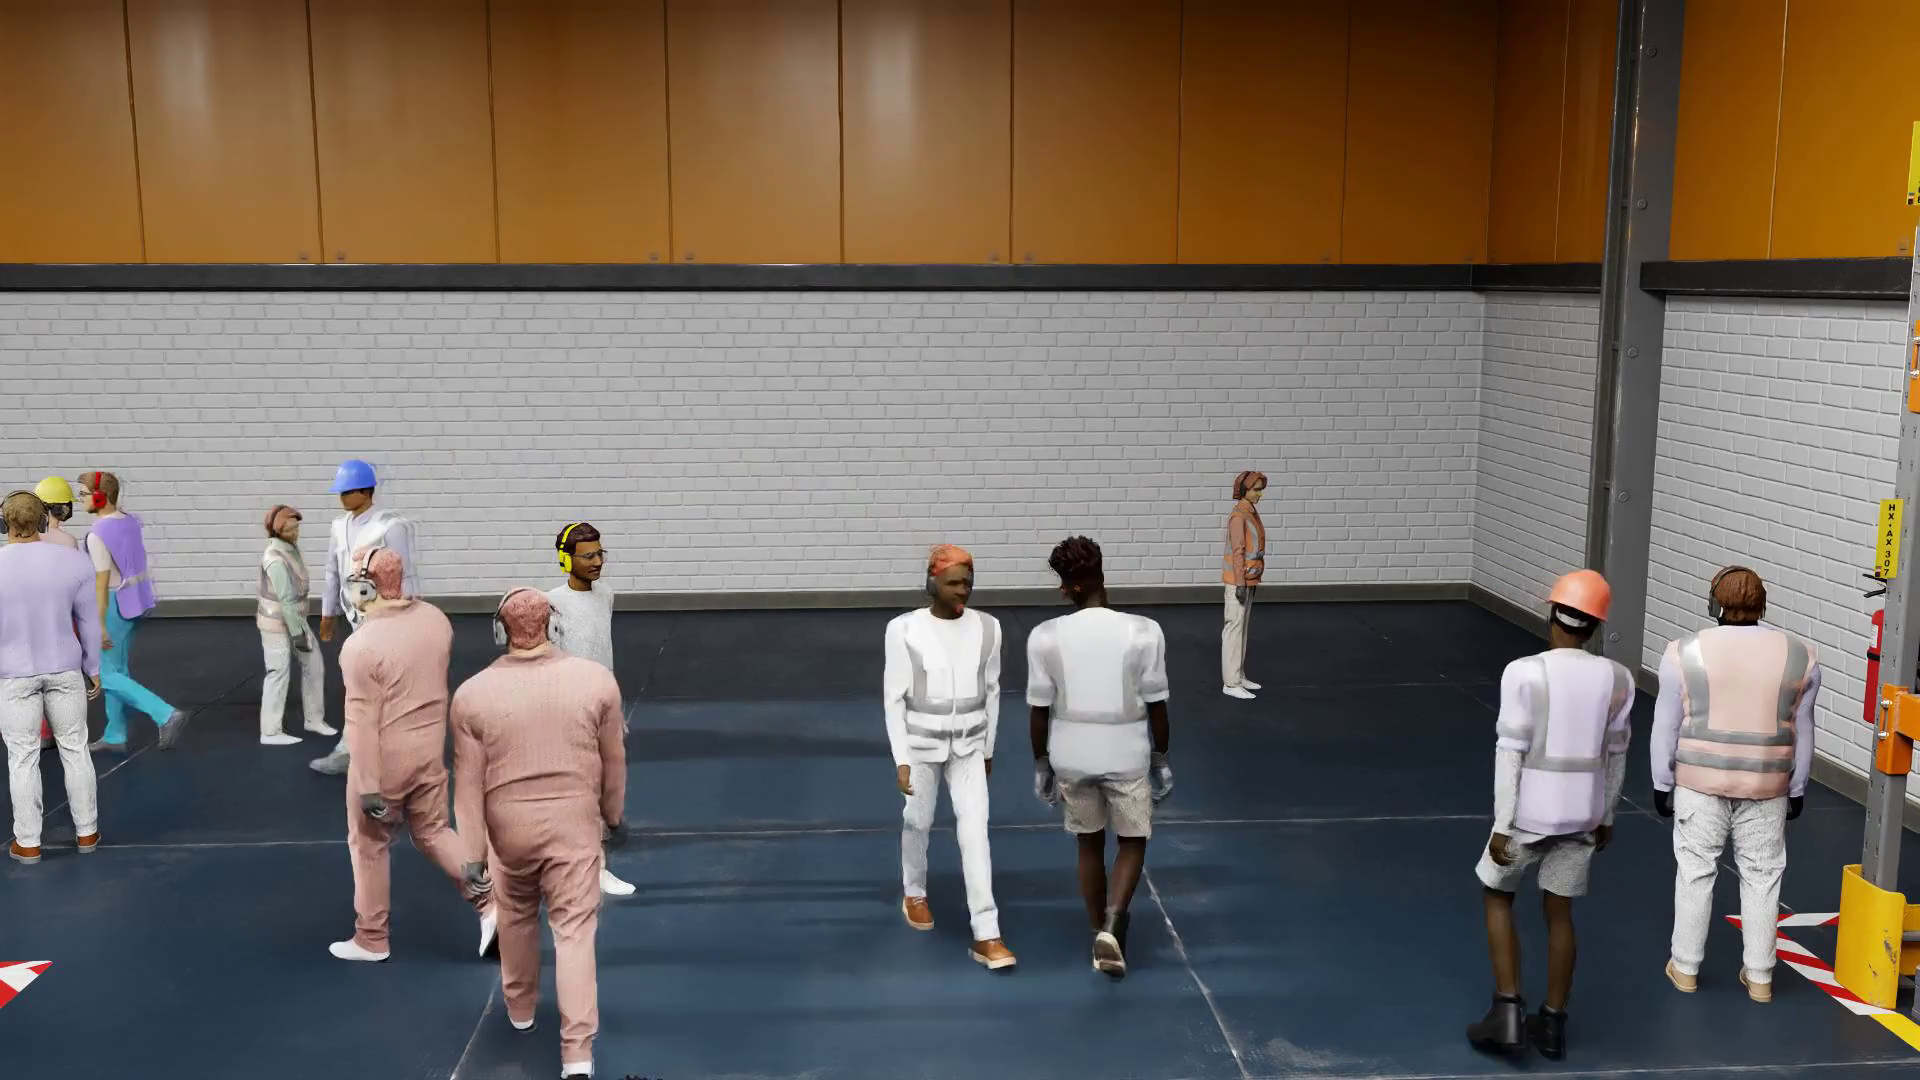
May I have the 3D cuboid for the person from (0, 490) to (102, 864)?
[{"bbox_3d":[-4.778,0.705,8.612,0.627,1.940,0.372,-7,11,-36],"label":"person"}]

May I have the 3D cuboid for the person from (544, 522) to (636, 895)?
[{"bbox_3d":[-1.793,0.839,7.980,0.329,1.872,0.511,5,10,27],"label":"person"}]

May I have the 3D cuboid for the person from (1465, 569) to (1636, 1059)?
[{"bbox_3d":[2.321,1.063,6.499,0.610,1.893,0.482,-1,9,-7],"label":"person"}]

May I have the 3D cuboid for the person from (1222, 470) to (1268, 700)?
[{"bbox_3d":[2.045,0.314,12.014,0.314,1.636,0.514,3,10,20],"label":"person"}]

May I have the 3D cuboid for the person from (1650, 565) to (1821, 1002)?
[{"bbox_3d":[3.225,1.019,6.983,0.628,1.838,0.429,3,9,16],"label":"person"}]

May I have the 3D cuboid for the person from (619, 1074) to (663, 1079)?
[{"bbox_3d":[-0.529,1.744,2.919,0.551,1.676,0.674,7,12,38],"label":"person"}]

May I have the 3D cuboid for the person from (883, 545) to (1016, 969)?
[{"bbox_3d":[-0.063,0.944,7.469,0.576,1.836,0.937,-3,9,-17],"label":"person"}]

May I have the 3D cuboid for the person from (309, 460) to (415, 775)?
[{"bbox_3d":[-3.721,0.466,10.201,0.634,1.900,0.948,6,11,34],"label":"person"}]

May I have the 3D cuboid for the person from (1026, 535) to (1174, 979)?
[{"bbox_3d":[0.583,0.949,7.095,0.633,1.930,0.619,2,9,13],"label":"person"}]

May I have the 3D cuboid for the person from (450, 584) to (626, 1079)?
[{"bbox_3d":[-1.590,1.107,6.359,0.646,1.865,0.963,-2,9,-14],"label":"person"}]

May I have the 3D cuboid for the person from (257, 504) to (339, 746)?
[{"bbox_3d":[-4.268,0.551,10.632,0.538,1.603,0.584,0,9,-3],"label":"person"}]

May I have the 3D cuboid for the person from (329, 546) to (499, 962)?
[{"bbox_3d":[-2.388,0.952,7.251,0.799,1.878,0.649,4,10,24],"label":"person"}]

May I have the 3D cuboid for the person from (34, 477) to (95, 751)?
[{"bbox_3d":[-5.714,0.479,10.571,0.533,1.767,0.326,5,10,28],"label":"person"}]

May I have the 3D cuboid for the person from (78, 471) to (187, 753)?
[{"bbox_3d":[-5.257,0.467,10.449,0.642,1.827,0.575,-1,9,-4],"label":"person"}]
